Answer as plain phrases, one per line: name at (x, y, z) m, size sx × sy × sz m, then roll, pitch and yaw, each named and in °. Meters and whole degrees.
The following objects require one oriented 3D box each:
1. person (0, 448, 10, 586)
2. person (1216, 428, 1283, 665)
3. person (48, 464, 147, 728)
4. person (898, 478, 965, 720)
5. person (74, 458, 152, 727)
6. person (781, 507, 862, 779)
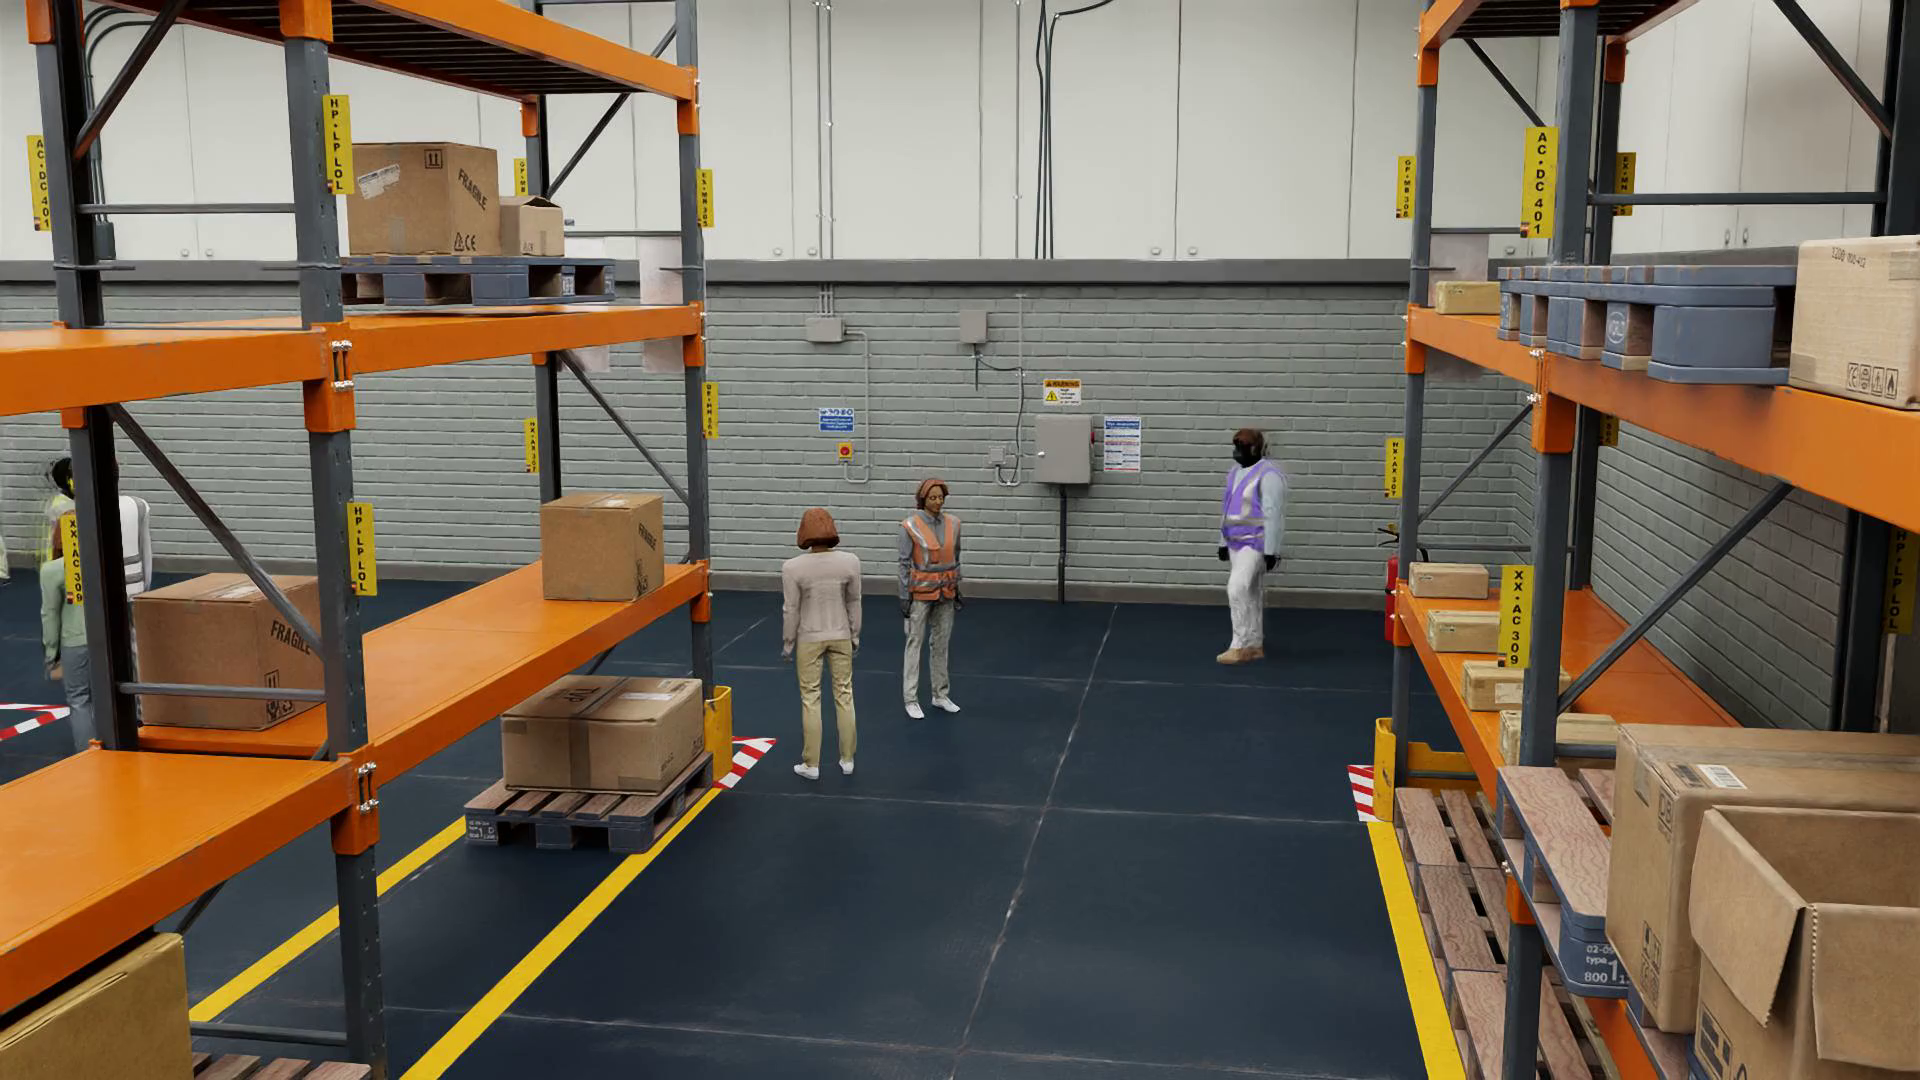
person at (-9.437, -0.408, 15.953) m, size 0.574 × 1.737 × 0.354 m, roll 4°, pitch 10°, yaw 21°
person at (2.134, 0.050, 12.841) m, size 0.633 × 1.826 × 0.654 m, roll -3°, pitch 10°, yaw -17°
person at (-5.560, 0.375, 10.767) m, size 0.603 × 1.844 × 0.460 m, roll -2°, pitch 9°, yaw -13°
person at (-0.197, 0.389, 11.329) m, size 0.525 × 1.639 × 0.307 m, roll -7°, pitch 11°, yaw -36°
person at (-5.448, 0.372, 10.688) m, size 0.355 × 1.883 × 0.573 m, roll 4°, pitch 10°, yaw 23°
person at (-0.825, 0.615, 9.955) m, size 0.498 × 1.633 × 0.280 m, roll -4°, pitch 10°, yaw -23°
